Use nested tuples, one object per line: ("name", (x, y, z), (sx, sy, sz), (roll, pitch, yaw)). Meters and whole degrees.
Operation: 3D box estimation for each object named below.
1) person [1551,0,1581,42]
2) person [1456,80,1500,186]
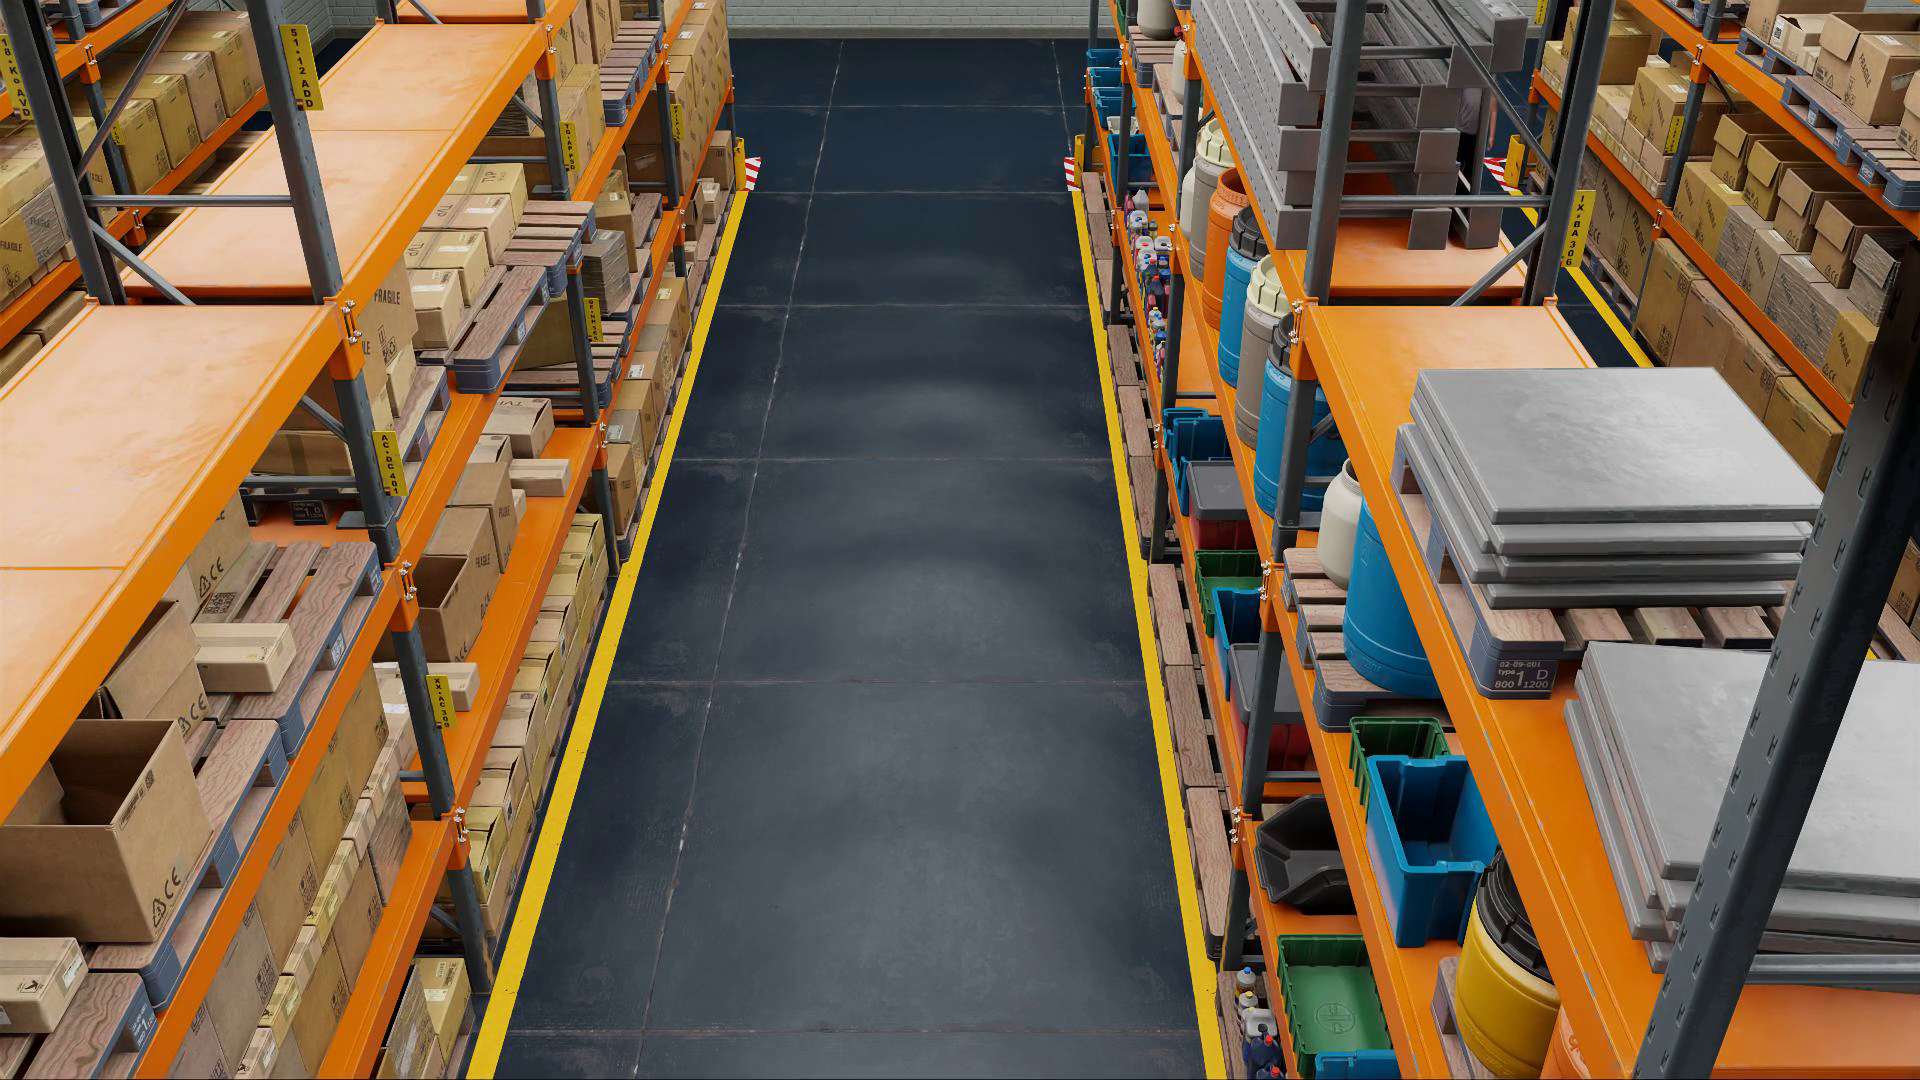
("person", (7.938, -7.009, 21.853), (0.818, 1.865, 0.640), (-10, 34, -15))
("person", (5.526, -4.404, 17.989), (0.760, 1.711, 1.167), (5, 33, 8))
